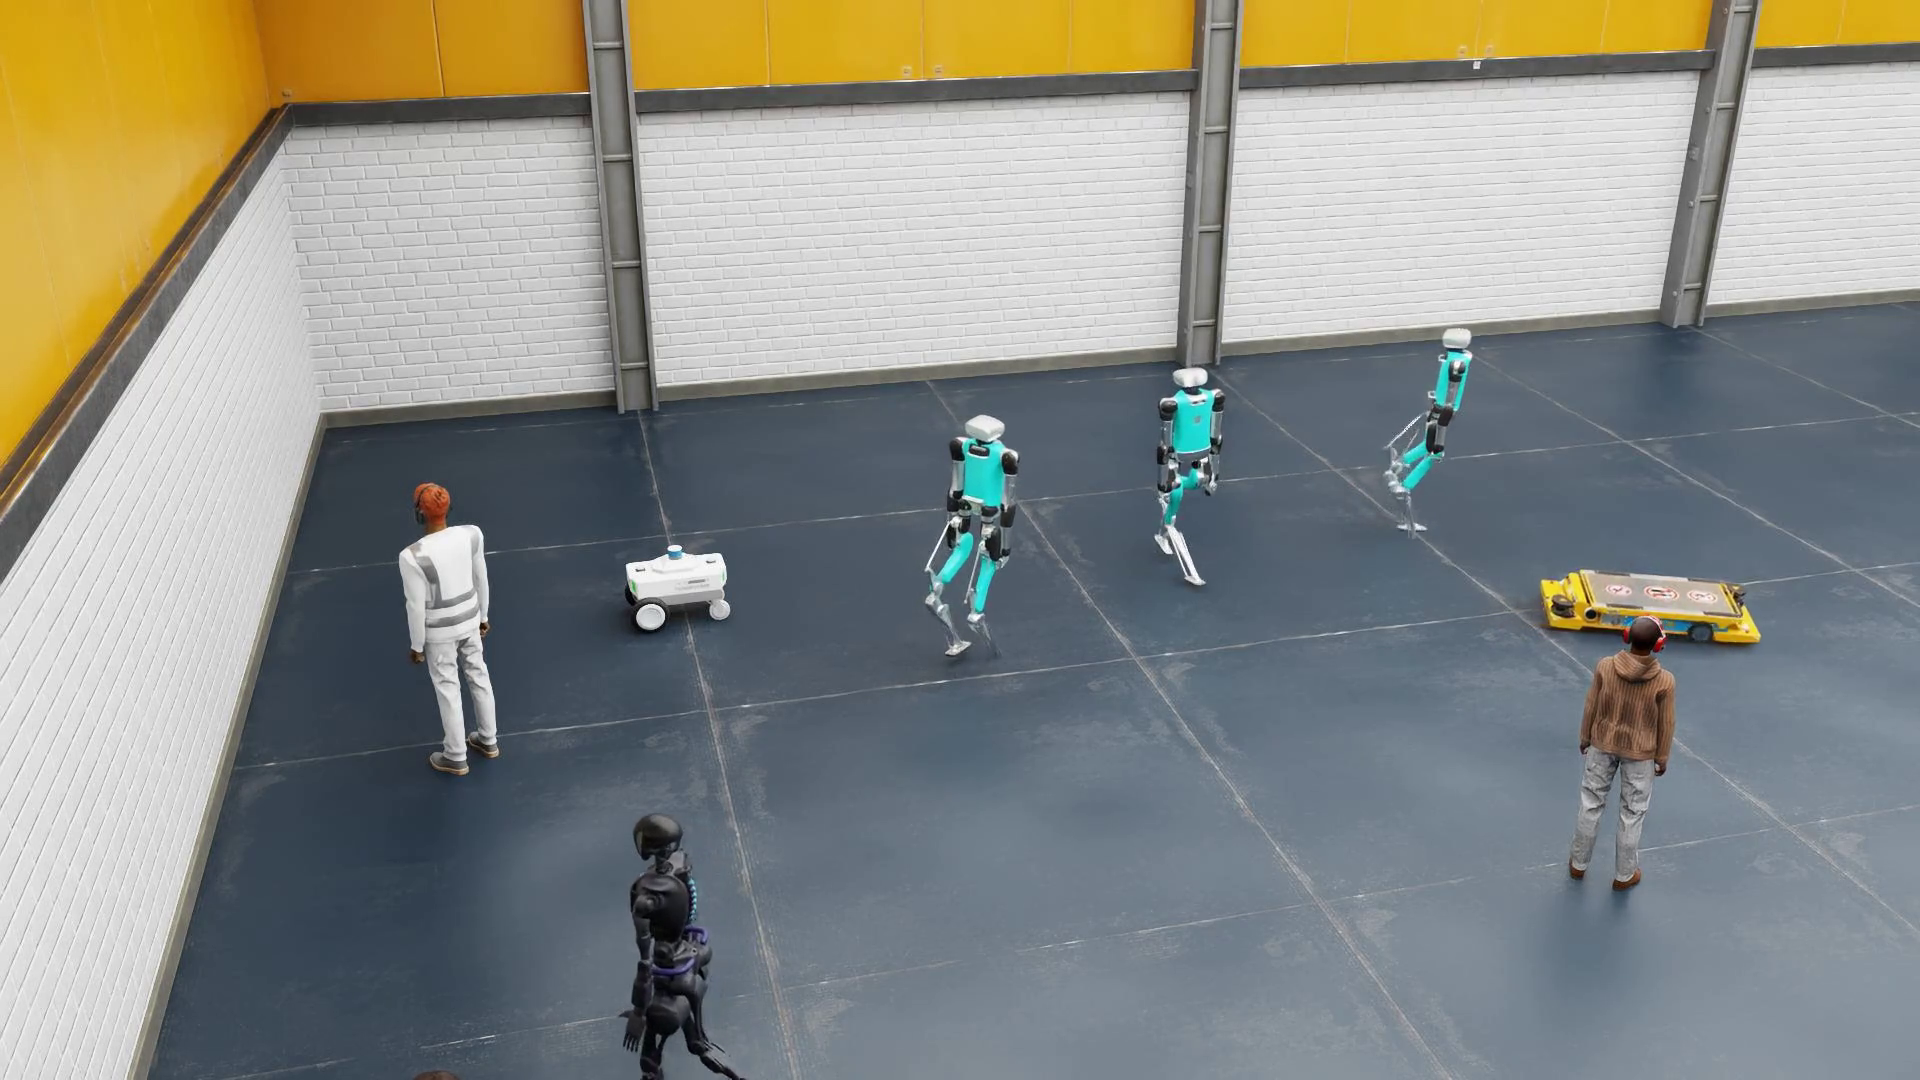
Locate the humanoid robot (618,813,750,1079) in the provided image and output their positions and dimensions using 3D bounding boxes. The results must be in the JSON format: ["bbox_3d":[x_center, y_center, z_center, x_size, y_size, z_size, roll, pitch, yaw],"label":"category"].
[{"bbox_3d":[-1.201,1.925,7.272,0.630,1.639,0.585,5,24,11],"label":"humanoid robot"}]

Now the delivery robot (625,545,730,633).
[{"bbox_3d":[-2.105,0.340,12.251,0.804,0.610,0.499,-7,25,-15],"label":"delivery robot"}]

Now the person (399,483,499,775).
[{"bbox_3d":[-3.110,0.539,10.136,0.356,1.882,0.573,17,29,33],"label":"person"}]

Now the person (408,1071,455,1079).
[{"bbox_3d":[-1.709,2.541,5.728,0.362,1.767,0.475,-20,30,-37],"label":"person"}]

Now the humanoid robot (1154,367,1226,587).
[{"bbox_3d":[1.654,-0.544,12.820,0.555,1.758,1.047,-9,25,-19],"label":"humanoid robot"}]

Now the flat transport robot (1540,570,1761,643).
[{"bbox_3d":[5.068,0.486,12.255,1.431,0.231,0.659,5,24,10],"label":"flat transport robot"}]

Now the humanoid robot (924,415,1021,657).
[{"bbox_3d":[0.029,0.088,11.370,0.542,1.808,0.770,15,28,30],"label":"humanoid robot"}]

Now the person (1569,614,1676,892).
[{"bbox_3d":[3.592,1.154,9.019,0.470,1.651,0.331,14,27,28],"label":"person"}]

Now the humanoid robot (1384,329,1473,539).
[{"bbox_3d":[3.701,-0.820,13.489,0.706,1.851,0.534,6,24,13],"label":"humanoid robot"}]
